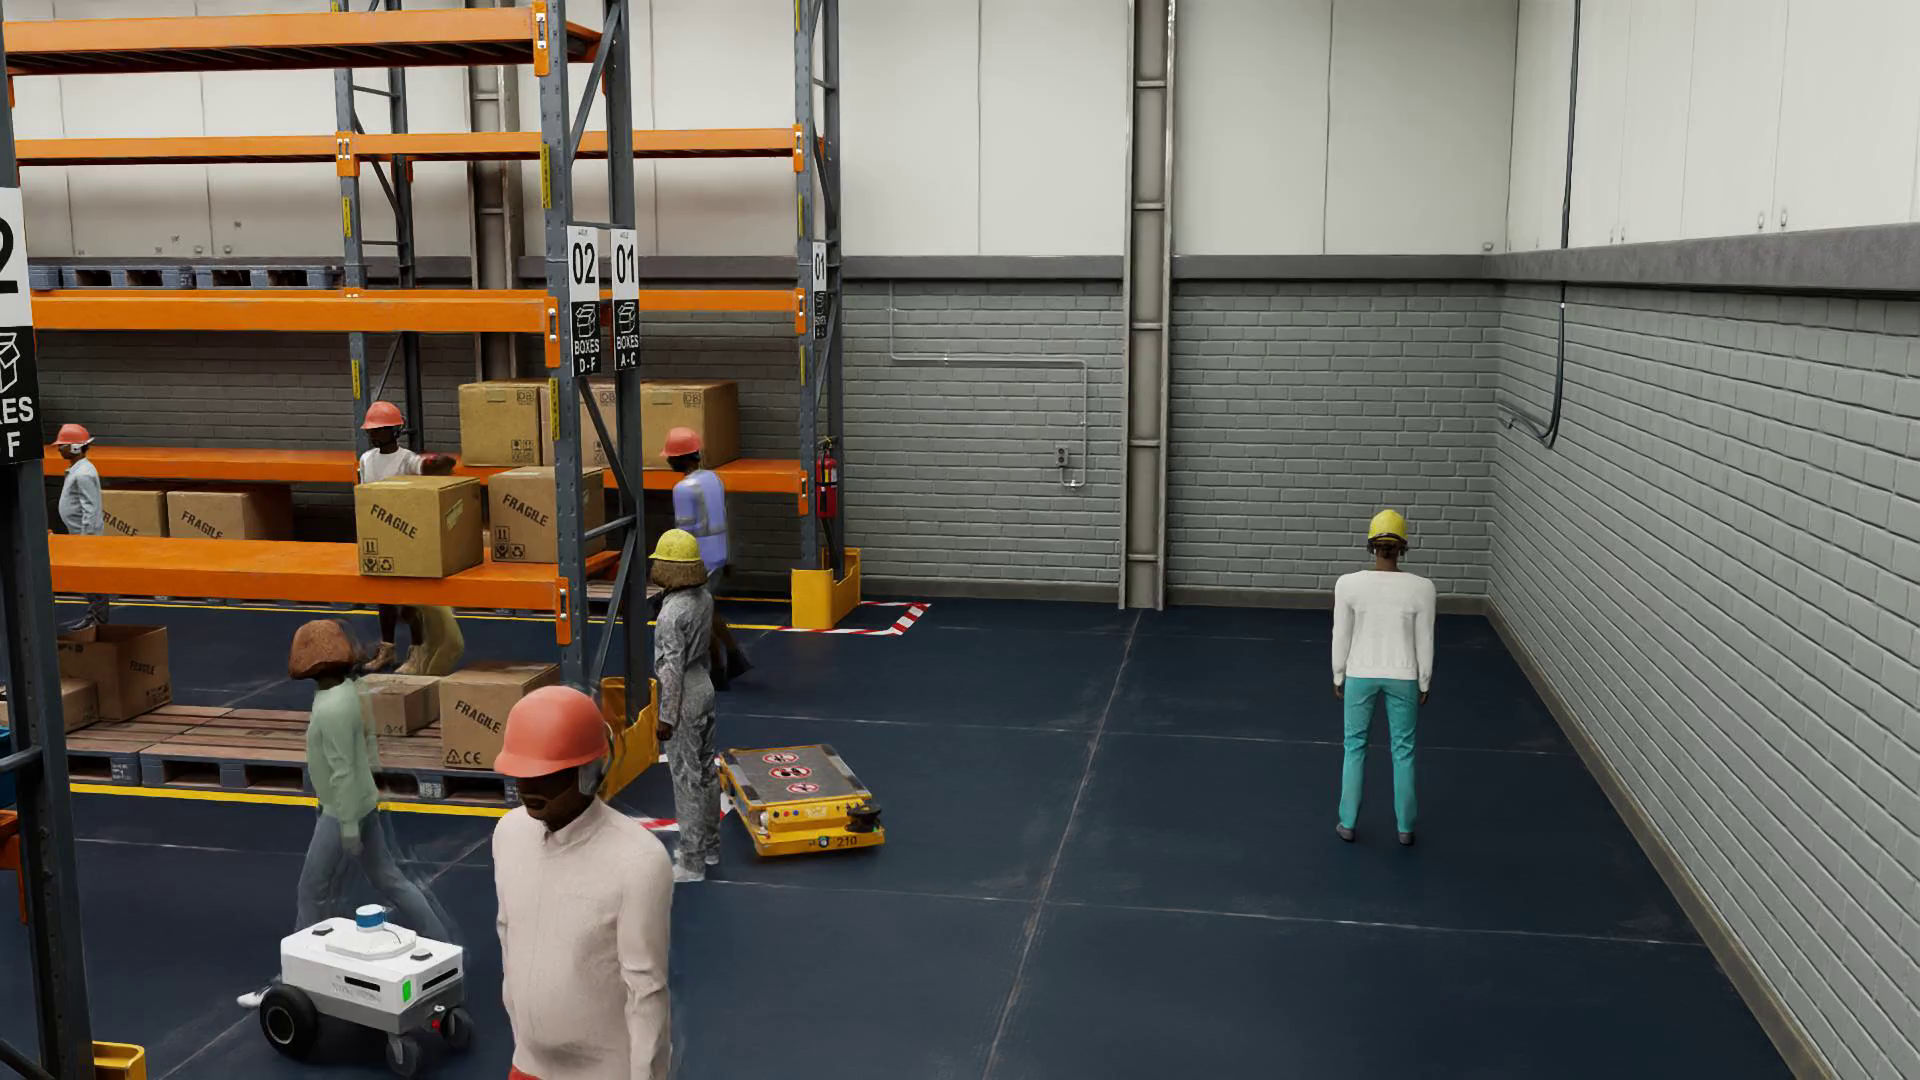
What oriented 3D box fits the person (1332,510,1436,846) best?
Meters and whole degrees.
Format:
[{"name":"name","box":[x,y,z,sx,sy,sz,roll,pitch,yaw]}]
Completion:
[{"name":"person","box":[2.210,0.717,8.726,0.520,1.758,0.344,2,9,12]}]

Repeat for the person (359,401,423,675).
[{"name":"person","box":[-4.212,-0.004,12.301,0.608,2.044,0.370,4,10,23]}]

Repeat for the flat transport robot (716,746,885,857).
[{"name":"flat transport robot","box":[-0.907,1.389,9.138,0.652,0.197,1.431,-3,10,-17]}]

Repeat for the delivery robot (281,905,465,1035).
[{"name":"delivery robot","box":[-2.252,1.646,6.381,0.707,0.478,0.477,5,10,27]}]

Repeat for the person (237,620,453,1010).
[{"name":"person","box":[-2.513,1.107,6.852,0.864,1.583,0.520,-3,9,-15]}]

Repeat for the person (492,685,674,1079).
[{"name":"person","box":[-0.969,1.332,4.233,0.620,1.978,0.438,5,10,27]}]

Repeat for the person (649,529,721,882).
[{"name":"person","box":[-1.368,0.809,8.186,0.295,1.744,0.484,2,9,12]}]

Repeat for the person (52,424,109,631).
[{"name":"person","box":[-7.218,-0.081,13.669,0.327,1.753,0.563,-6,11,-32]}]

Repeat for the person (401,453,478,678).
[{"name":"person","box":[-3.408,0.338,10.879,0.499,1.819,0.558,1,9,5]}]

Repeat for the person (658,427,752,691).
[{"name":"person","box":[-1.851,0.148,11.794,0.525,1.904,0.566,3,10,18]}]
